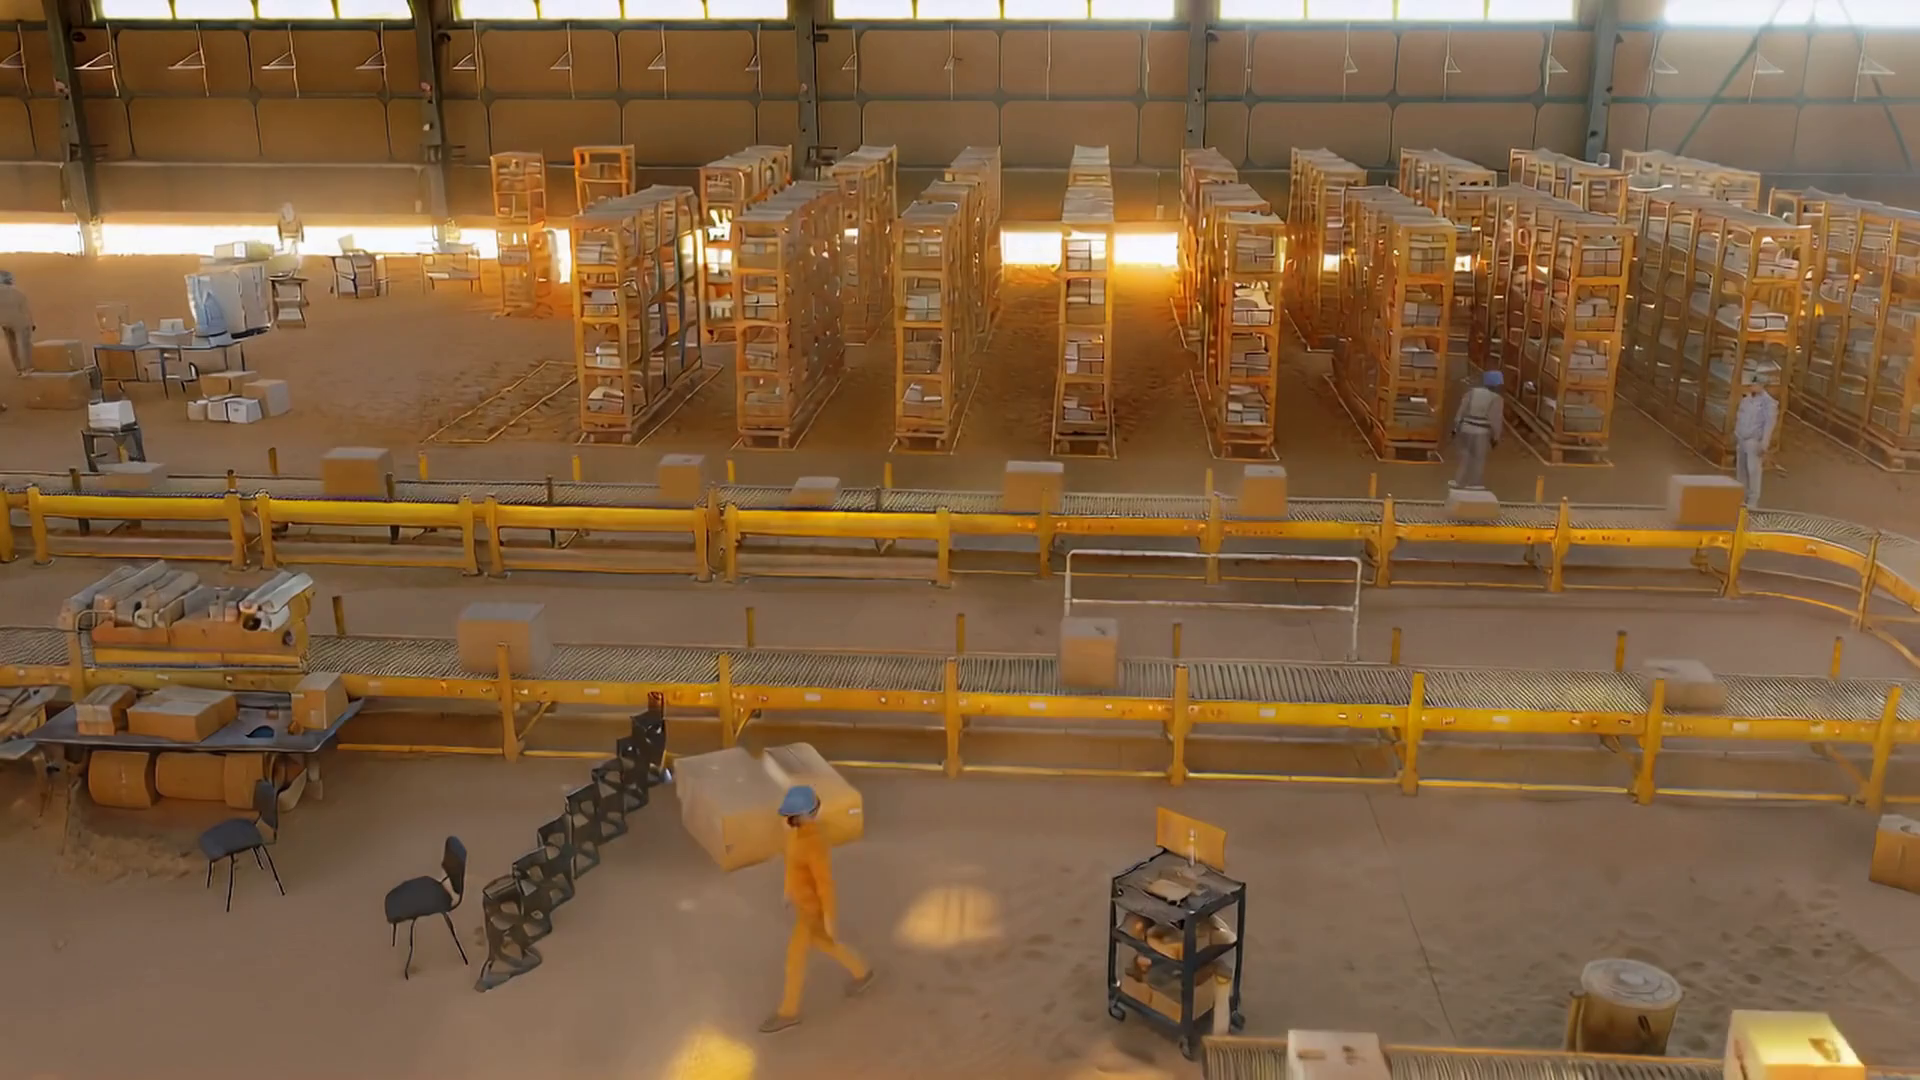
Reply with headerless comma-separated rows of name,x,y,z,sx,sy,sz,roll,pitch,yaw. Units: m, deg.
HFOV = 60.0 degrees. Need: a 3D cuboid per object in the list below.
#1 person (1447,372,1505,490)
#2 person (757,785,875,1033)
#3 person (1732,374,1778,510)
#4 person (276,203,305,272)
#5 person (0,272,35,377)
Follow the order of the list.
person,7.353,-1.545,23.577,0.695,1.765,0.405,13,22,35
person,-0.955,2.400,11.103,0.847,1.729,0.533,-8,19,-23
person,10.747,-1.326,22.651,0.402,1.904,0.651,-4,18,-11
person,-17.665,-7.986,43.912,0.632,1.832,0.430,-7,19,-22
person,-17.802,-4.076,31.326,0.637,1.935,1.106,-8,19,-24
